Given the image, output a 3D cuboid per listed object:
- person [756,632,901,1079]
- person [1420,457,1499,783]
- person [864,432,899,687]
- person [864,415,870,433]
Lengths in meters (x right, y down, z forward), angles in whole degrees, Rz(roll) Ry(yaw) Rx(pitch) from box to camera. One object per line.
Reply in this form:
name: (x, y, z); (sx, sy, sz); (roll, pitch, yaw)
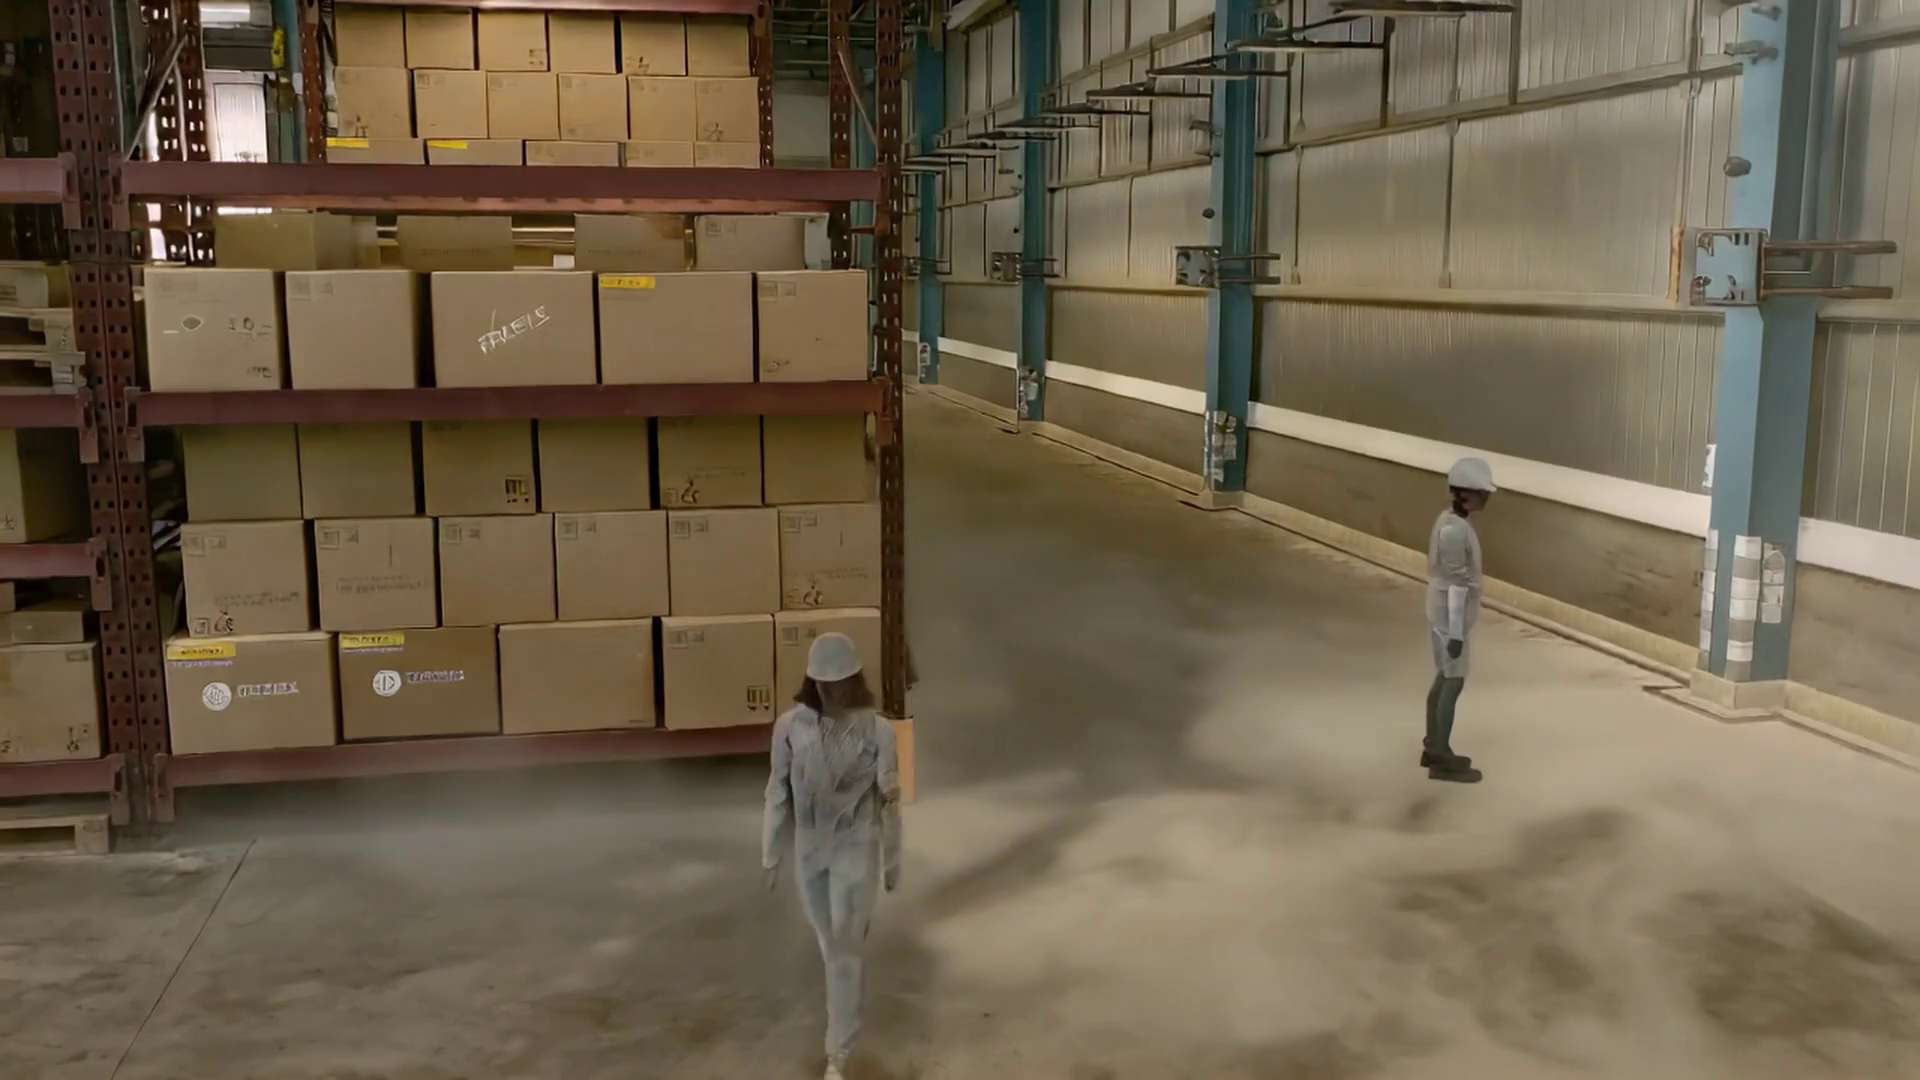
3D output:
person: (-0.501, 1.191, 6.128); (0.488, 1.707, 0.864); (3, 10, 19)
person: (2.953, 0.468, 9.847); (0.376, 1.930, 0.553); (1, 9, 6)
person: (-0.709, 0.167, 11.815); (0.684, 1.876, 0.710); (1, 9, 8)
person: (-1.303, -0.936, 18.849); (0.613, 1.785, 0.951); (0, 9, -1)
